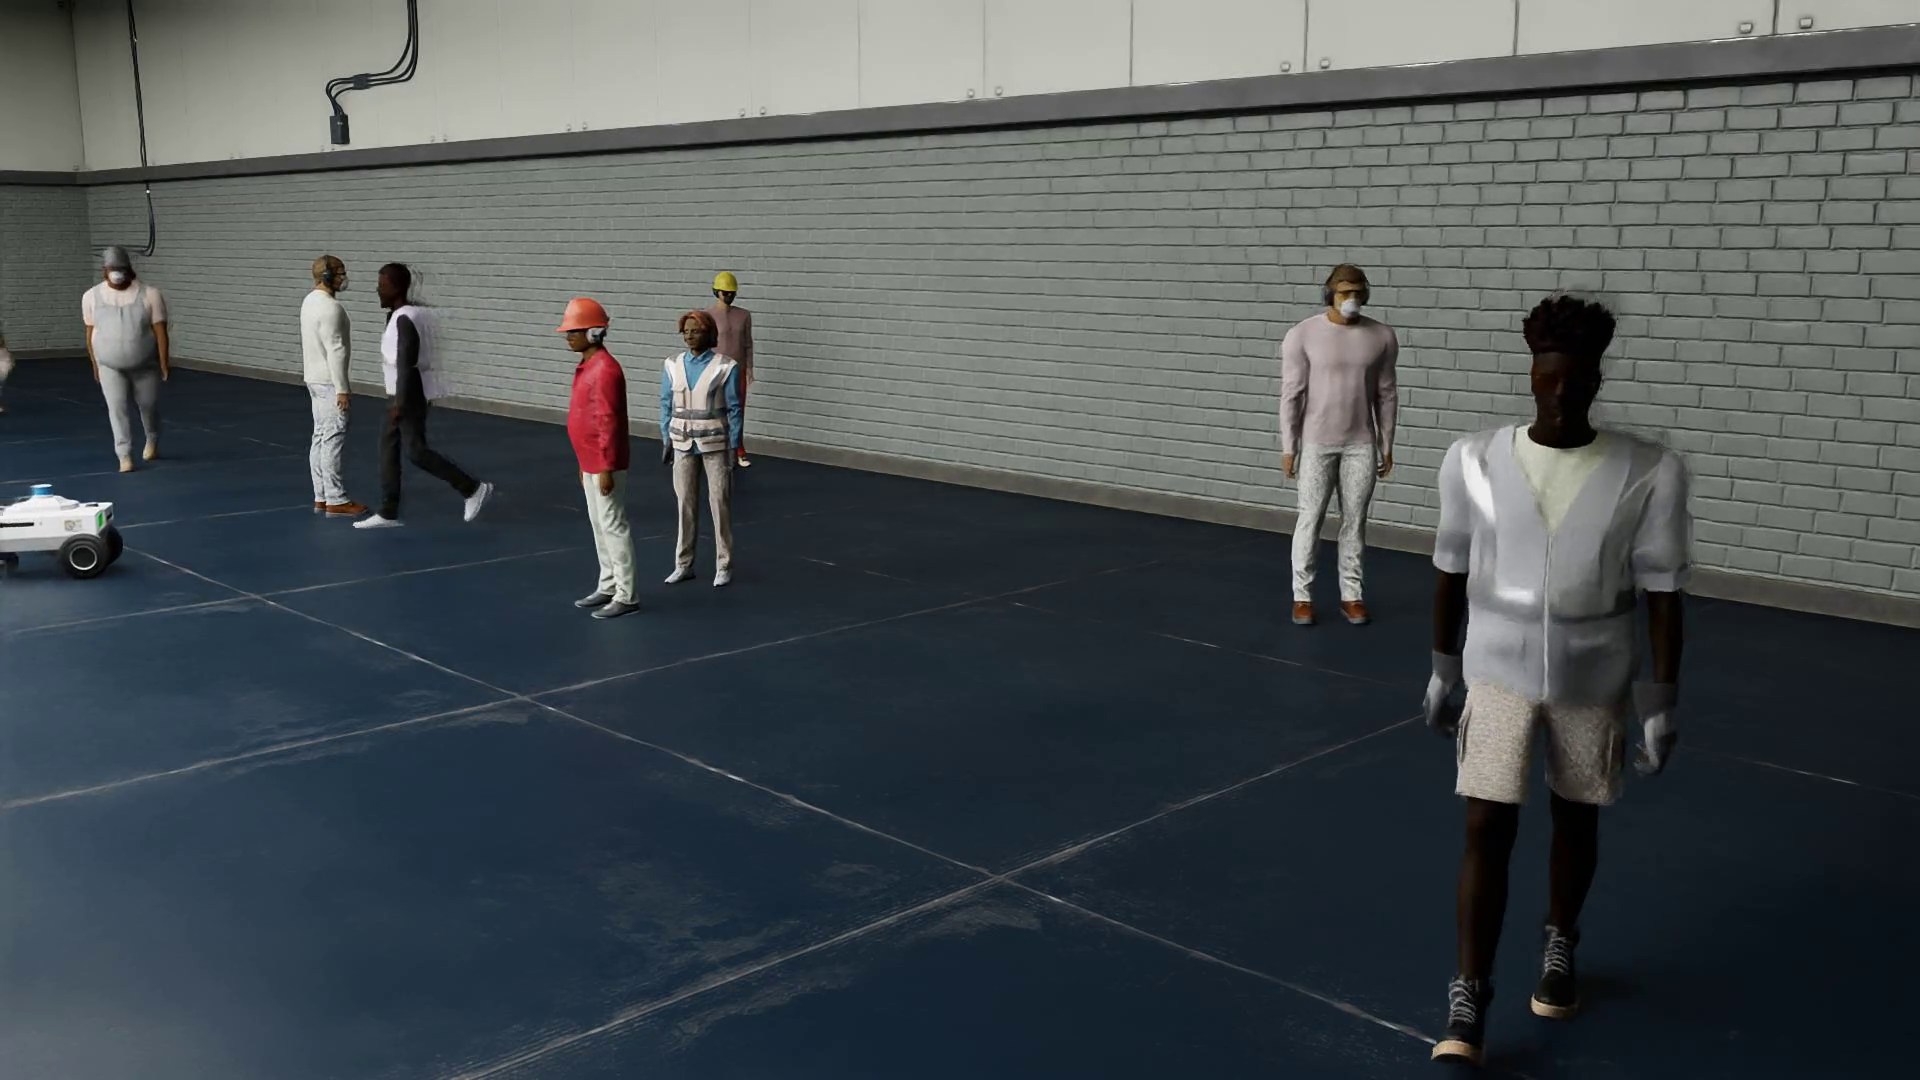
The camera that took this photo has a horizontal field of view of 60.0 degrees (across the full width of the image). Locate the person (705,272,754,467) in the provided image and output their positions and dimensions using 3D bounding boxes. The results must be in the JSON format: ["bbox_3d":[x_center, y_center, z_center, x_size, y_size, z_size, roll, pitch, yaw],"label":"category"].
[{"bbox_3d":[-2.077,-1.512,14.866,0.518,1.756,0.344,-7,13,-35],"label":"person"}]

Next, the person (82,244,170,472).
[{"bbox_3d":[-7.455,-1.663,14.913,0.683,2.000,0.930,-4,11,-22],"label":"person"}]

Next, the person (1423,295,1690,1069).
[{"bbox_3d":[1.467,0.364,4.171,0.633,1.921,0.904,4,11,23],"label":"person"}]

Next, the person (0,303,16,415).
[{"bbox_3d":[-11.205,-2.401,19.113,0.641,1.973,0.443,3,11,18],"label":"person"}]

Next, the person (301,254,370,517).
[{"bbox_3d":[-4.668,-1.140,12.338,0.355,1.937,0.634,-7,13,-35],"label":"person"}]

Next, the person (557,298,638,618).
[{"bbox_3d":[-1.999,-0.448,9.103,0.358,1.743,0.569,-5,12,-27],"label":"person"}]

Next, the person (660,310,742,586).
[{"bbox_3d":[-1.537,-0.542,9.890,0.512,1.642,0.312,3,11,15],"label":"person"}]

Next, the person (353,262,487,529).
[{"bbox_3d":[-3.885,-1.022,11.831,0.842,1.896,0.595,-5,12,-27],"label":"person"}]

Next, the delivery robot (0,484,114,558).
[{"bbox_3d":[-5.587,-0.097,10.171,0.707,0.478,0.477,-3,11,-16],"label":"delivery robot"}]

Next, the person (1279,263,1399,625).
[{"bbox_3d":[2.018,-0.507,8.905,0.640,1.932,0.367,-1,10,-4],"label":"person"}]
